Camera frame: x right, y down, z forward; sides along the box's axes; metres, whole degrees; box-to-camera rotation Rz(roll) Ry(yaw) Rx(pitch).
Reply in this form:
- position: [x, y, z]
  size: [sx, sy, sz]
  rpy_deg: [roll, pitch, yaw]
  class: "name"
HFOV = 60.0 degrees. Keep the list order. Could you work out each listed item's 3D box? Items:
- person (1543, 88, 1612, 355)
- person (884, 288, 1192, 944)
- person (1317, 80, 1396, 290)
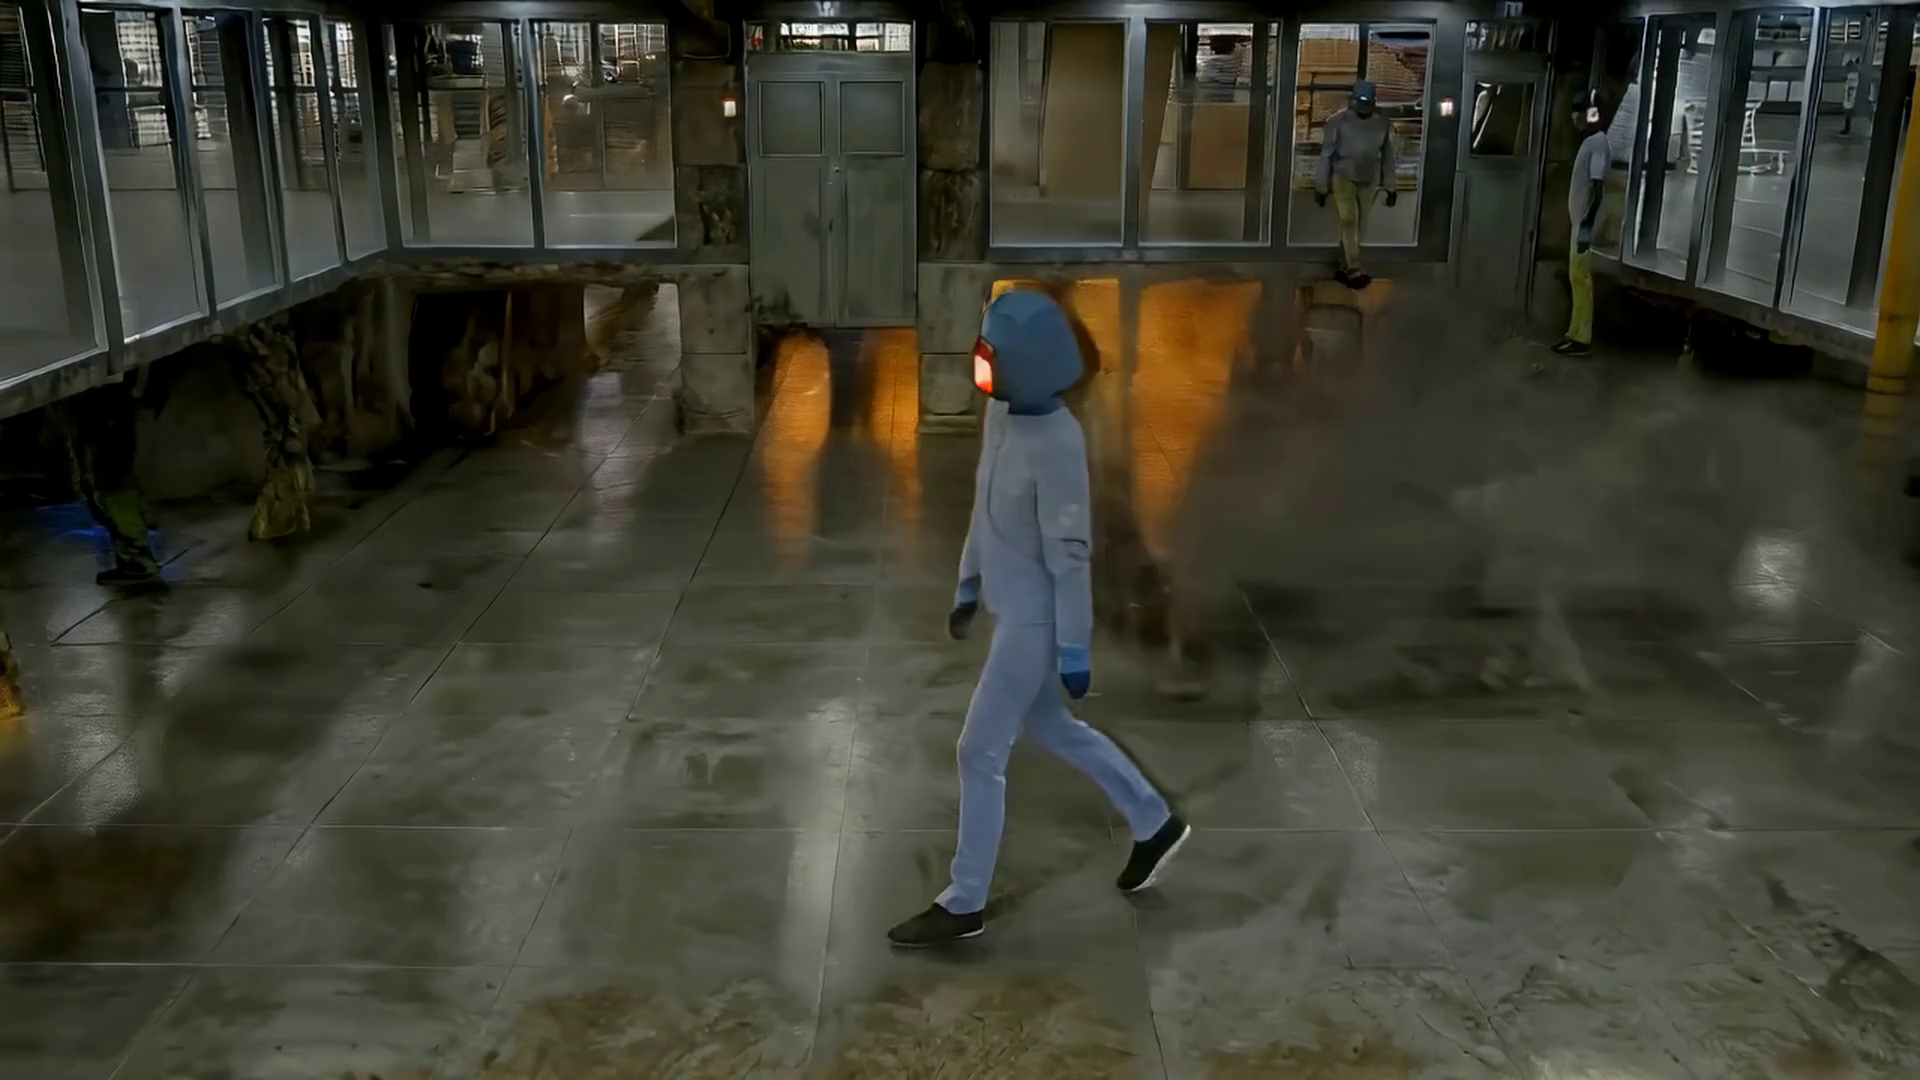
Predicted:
- position: [4.420, -2.244, 11.819]
  size: [0.310, 1.865, 0.532]
  rpy_deg: [3, 17, 12]
  class: "person"
- position: [0.222, 0.182, 4.021]
  size: [0.789, 1.602, 0.500]
  rpy_deg: [-4, 17, -12]
  class: "person"
- position: [3.653, -3.218, 15.144]
  size: [0.674, 1.851, 1.018]
  rpy_deg: [-4, 17, -14]
  class: "person"
